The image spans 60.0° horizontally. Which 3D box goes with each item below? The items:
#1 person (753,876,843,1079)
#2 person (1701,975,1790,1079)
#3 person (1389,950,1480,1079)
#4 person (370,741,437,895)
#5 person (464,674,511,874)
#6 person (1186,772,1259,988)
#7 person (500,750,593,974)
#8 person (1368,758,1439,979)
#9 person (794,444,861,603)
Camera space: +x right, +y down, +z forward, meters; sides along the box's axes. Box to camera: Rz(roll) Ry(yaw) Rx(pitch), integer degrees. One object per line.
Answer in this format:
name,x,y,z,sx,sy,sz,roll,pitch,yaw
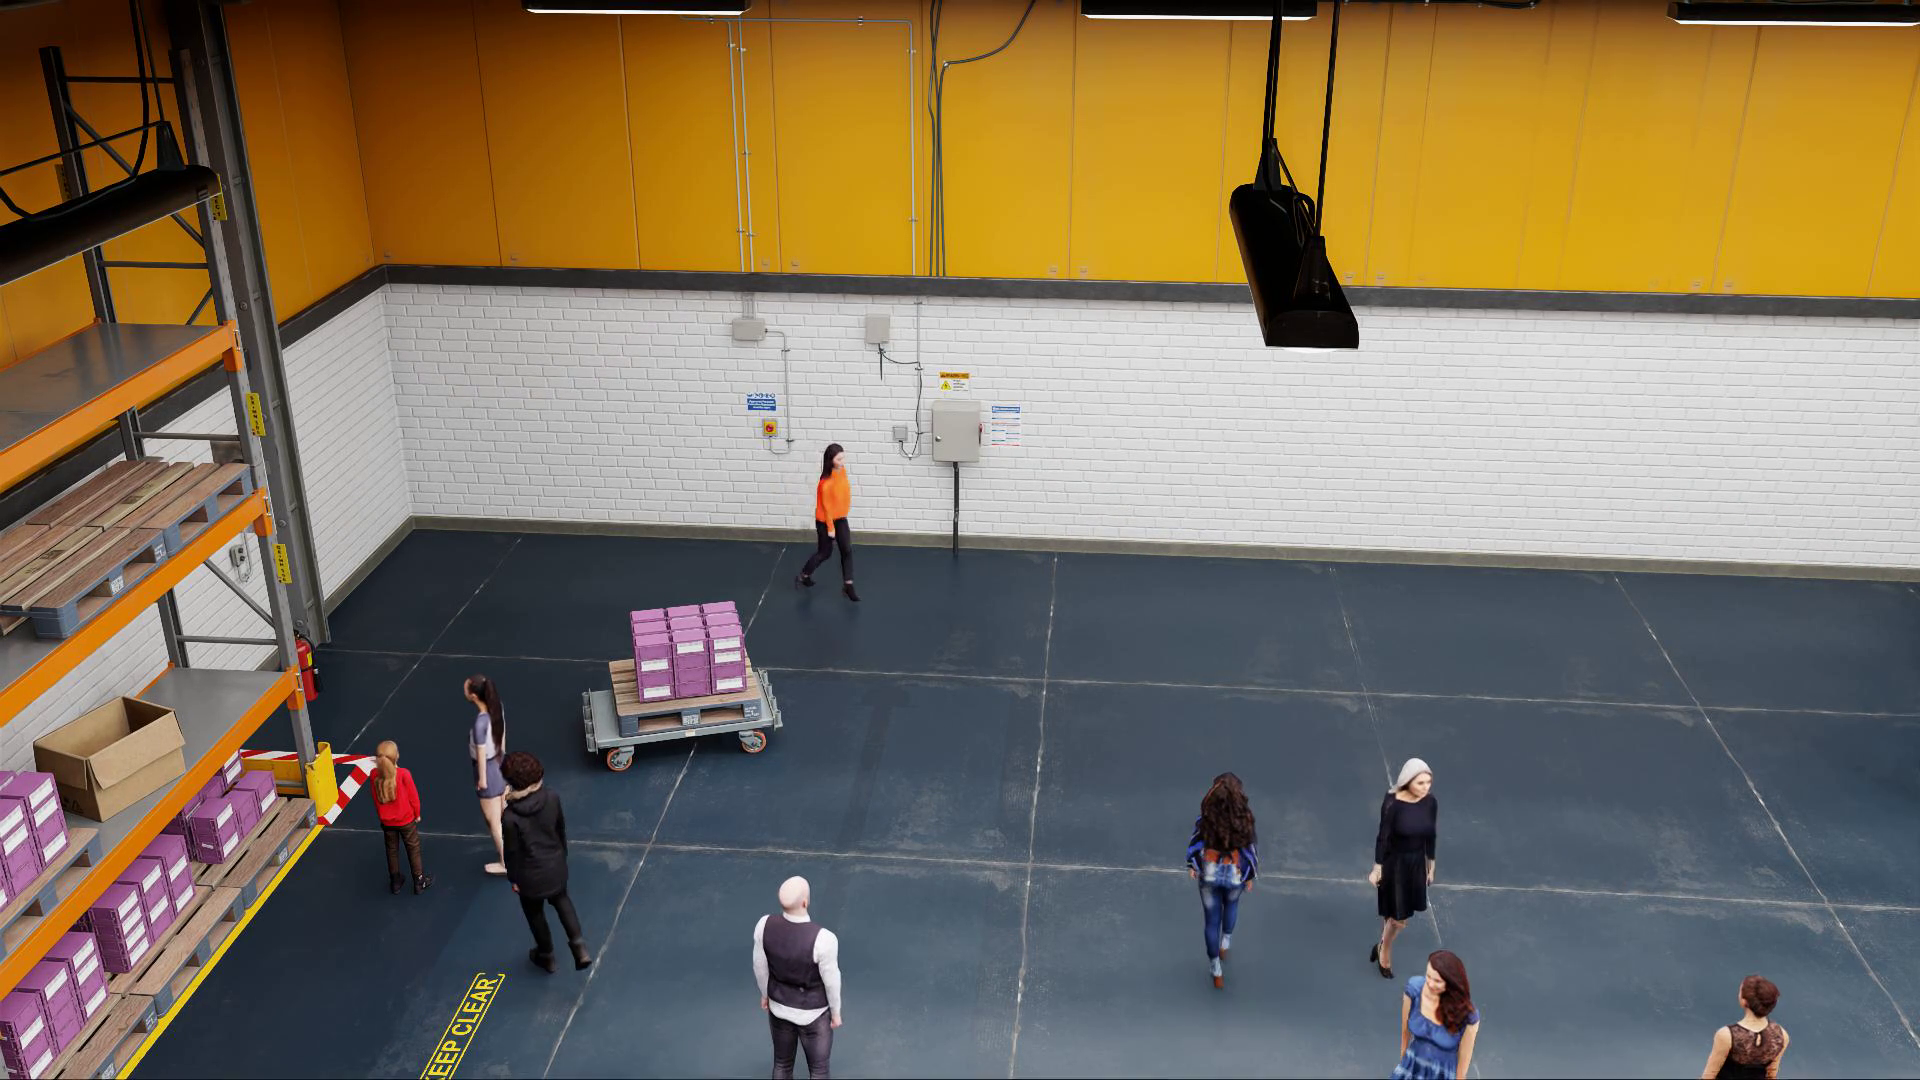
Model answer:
person,-0.959,2.798,9.927,0.742,1.822,0.671,8,25,17
person,4.337,3.164,9.281,0.632,1.668,0.917,0,24,-1
person,2.706,3.044,9.412,0.922,1.785,1.024,18,29,35
person,-4.167,2.046,12.323,0.482,1.280,0.501,2,24,4
person,-3.486,1.755,12.536,0.649,1.644,0.480,4,24,8
person,1.782,2.329,11.272,0.627,1.604,0.719,2,24,4
person,-2.807,2.243,11.268,0.931,1.765,0.979,-19,30,-36
person,2.965,2.214,11.370,0.739,1.736,0.801,-8,25,-18
person,-1.364,-0.182,16.890,0.955,1.705,1.026,10,26,22
